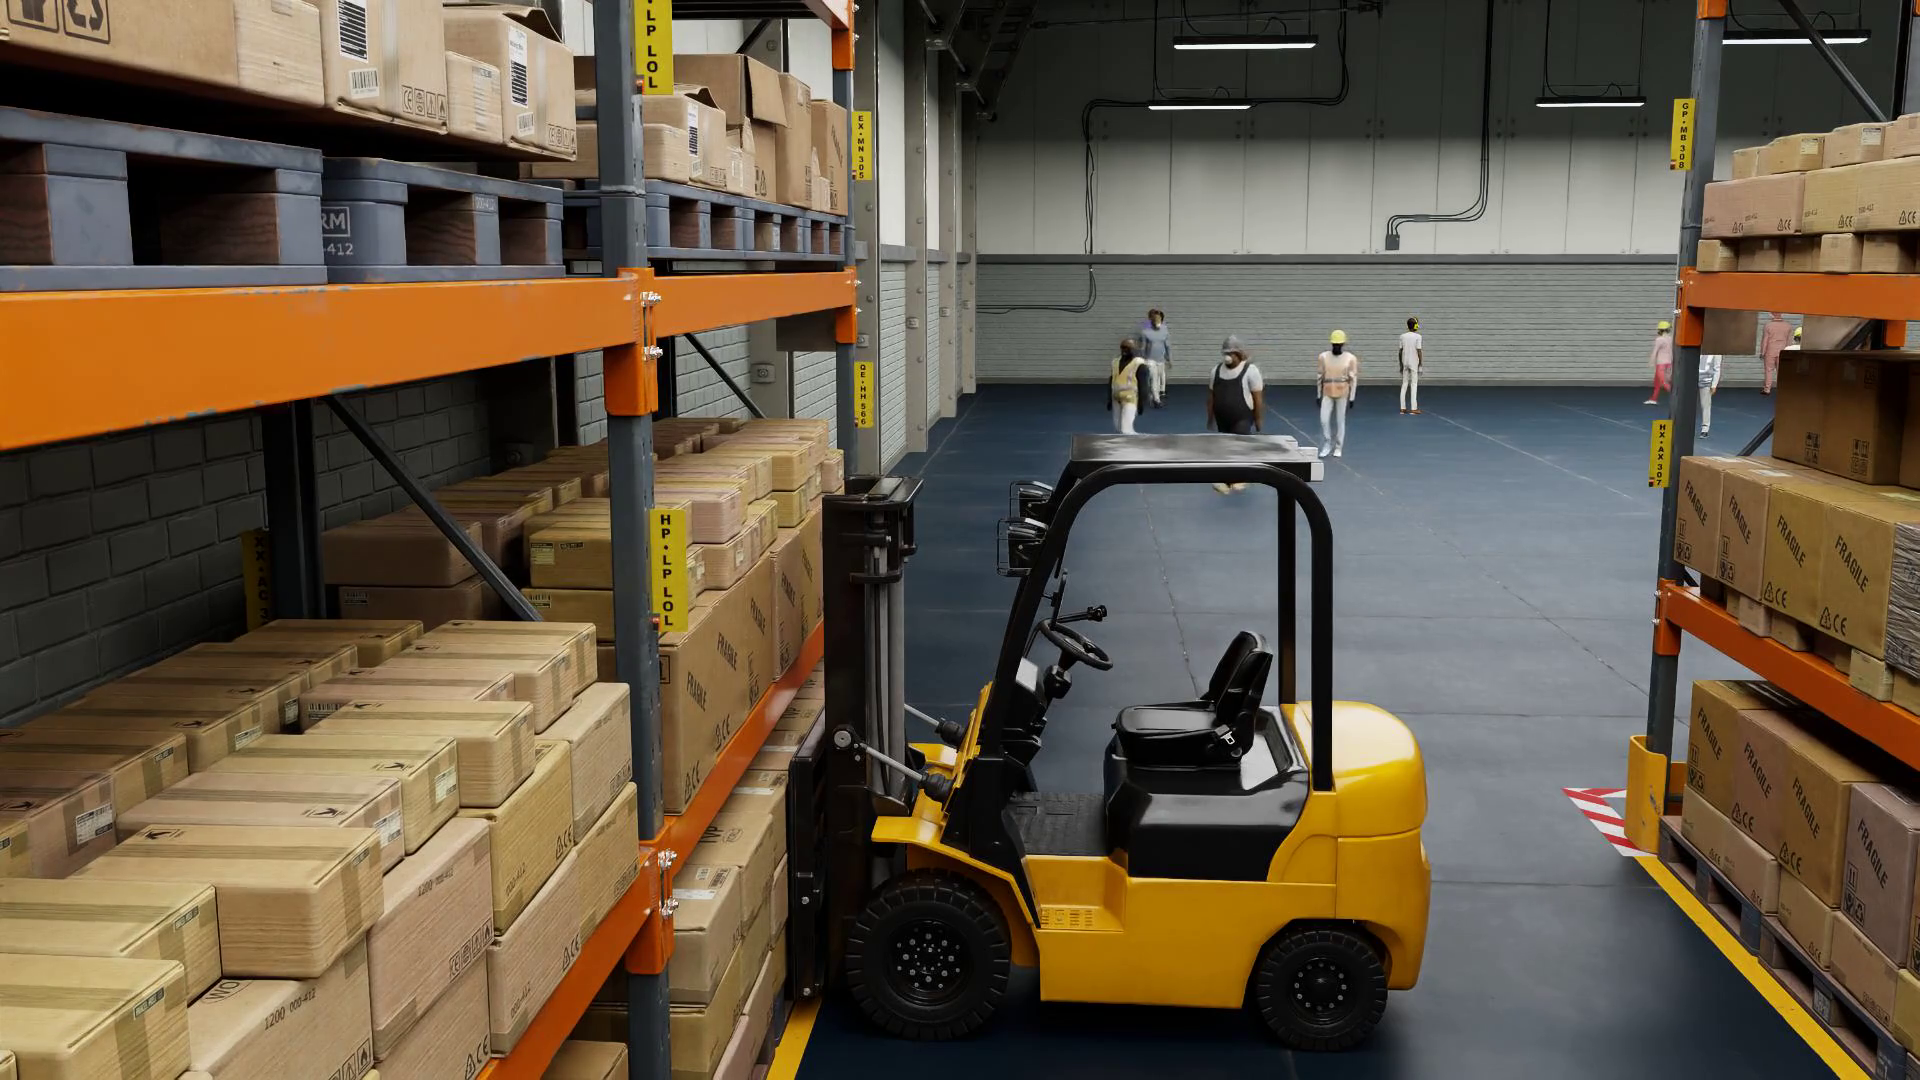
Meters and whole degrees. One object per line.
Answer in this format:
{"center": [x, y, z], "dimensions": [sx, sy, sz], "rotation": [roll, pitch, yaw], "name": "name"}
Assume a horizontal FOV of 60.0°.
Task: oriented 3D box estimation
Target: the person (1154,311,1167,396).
{"center": [4.366, -4.123, 36.728], "dimensions": [0.318, 1.876, 0.531], "rotation": [7, 12, 37], "name": "person"}

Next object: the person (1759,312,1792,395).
{"center": [18.080, -4.166, 36.912], "dimensions": [0.639, 1.904, 0.409], "rotation": [0, 9, 0], "name": "person"}

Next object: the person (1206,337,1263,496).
{"center": [3.422, -1.595, 20.909], "dimensions": [0.680, 2.000, 1.042], "rotation": [8, 12, 41], "name": "person"}

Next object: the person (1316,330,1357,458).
{"center": [5.581, -2.161, 24.759], "dimensions": [0.610, 1.897, 0.726], "rotation": [5, 10, 26], "name": "person"}

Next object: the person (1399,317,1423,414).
{"center": [8.724, -3.364, 32.148], "dimensions": [0.329, 1.872, 0.510], "rotation": [-8, 13, -42], "name": "person"}

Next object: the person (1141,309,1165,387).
{"center": [4.536, -4.501, 39.100], "dimensions": [0.565, 1.848, 0.390], "rotation": [-1, 9, -4], "name": "person"}

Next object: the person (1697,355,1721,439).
{"center": [12.300, -2.605, 27.647], "dimensions": [0.403, 1.837, 0.590], "rotation": [-8, 13, -42], "name": "person"}

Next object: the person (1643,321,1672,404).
{"center": [14.441, -3.614, 34.056], "dimensions": [0.531, 1.738, 0.797], "rotation": [-7, 12, -38], "name": "person"}

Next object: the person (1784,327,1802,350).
{"center": [14.918, -2.900, 29.644], "dimensions": [0.534, 1.767, 0.314], "rotation": [1, 9, 9], "name": "person"}

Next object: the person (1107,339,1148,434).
{"center": [2.458, -2.010, 24.096], "dimensions": [0.720, 1.818, 0.634], "rotation": [-8, 12, -40], "name": "person"}

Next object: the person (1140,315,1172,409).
{"center": [3.949, -3.612, 33.630], "dimensions": [0.643, 1.886, 1.076], "rotation": [-2, 10, -14], "name": "person"}
